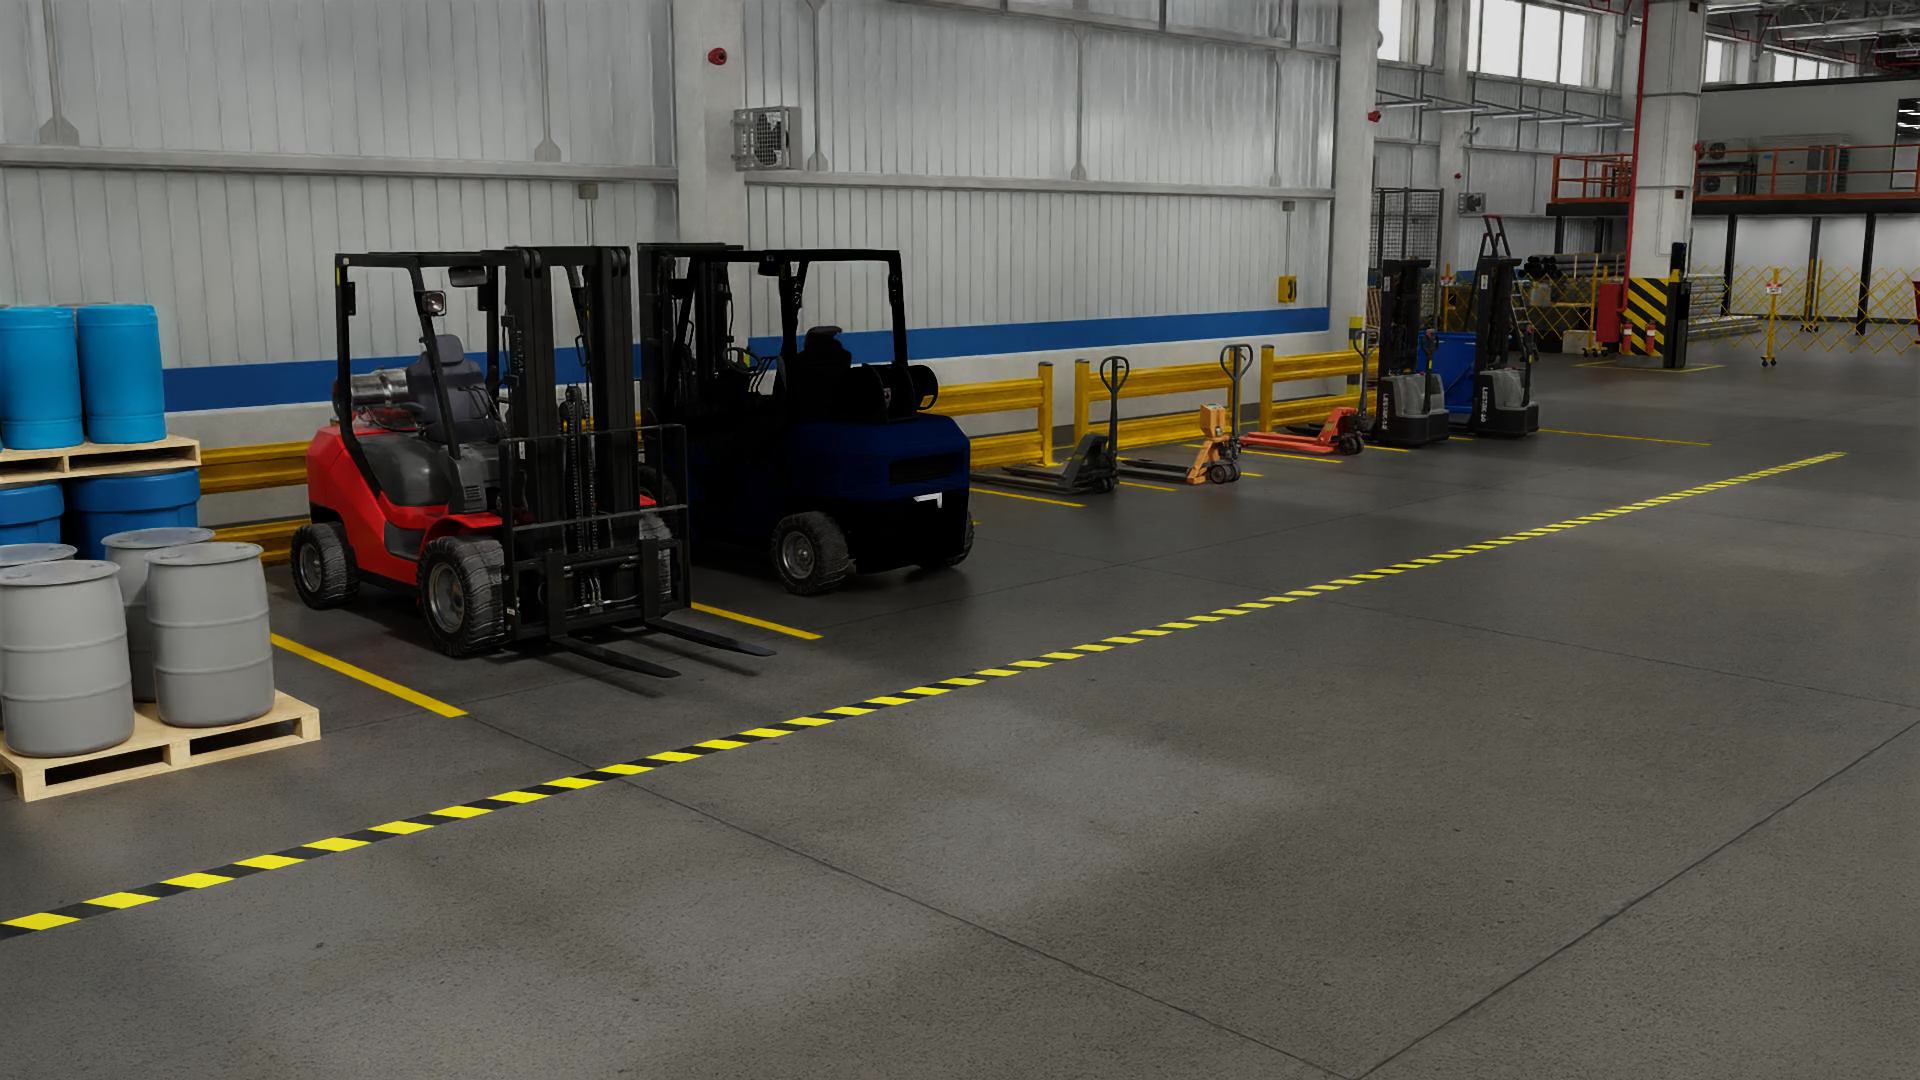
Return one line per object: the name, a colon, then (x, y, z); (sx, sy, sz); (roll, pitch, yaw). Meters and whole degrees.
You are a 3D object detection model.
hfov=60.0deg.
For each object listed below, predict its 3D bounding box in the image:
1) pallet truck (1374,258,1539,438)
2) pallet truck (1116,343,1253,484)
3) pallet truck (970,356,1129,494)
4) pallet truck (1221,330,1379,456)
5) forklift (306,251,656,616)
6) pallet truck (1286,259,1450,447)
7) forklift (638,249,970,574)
pallet truck: (5.704, -2.208, 18.901); (1.885, 1.965, 0.823); (10, 14, 43)
pallet truck: (1.962, -1.215, 15.415); (1.522, 1.261, 0.704); (10, 14, 43)
pallet truck: (0.784, -1.085, 14.876); (0.680, 1.201, 1.601); (-10, 14, -44)
pallet truck: (3.563, -1.581, 17.381); (0.653, 1.274, 1.630); (-10, 14, -44)
forklift: (-2.833, -0.669, 9.694); (1.157, 1.987, 2.680); (-10, 14, -44)
pallet truck: (4.493, -2.078, 18.196); (0.823, 1.965, 1.885); (-9, 14, -40)
forklift: (-1.173, -0.958, 11.239); (2.680, 1.987, 1.157); (10, 14, 43)
